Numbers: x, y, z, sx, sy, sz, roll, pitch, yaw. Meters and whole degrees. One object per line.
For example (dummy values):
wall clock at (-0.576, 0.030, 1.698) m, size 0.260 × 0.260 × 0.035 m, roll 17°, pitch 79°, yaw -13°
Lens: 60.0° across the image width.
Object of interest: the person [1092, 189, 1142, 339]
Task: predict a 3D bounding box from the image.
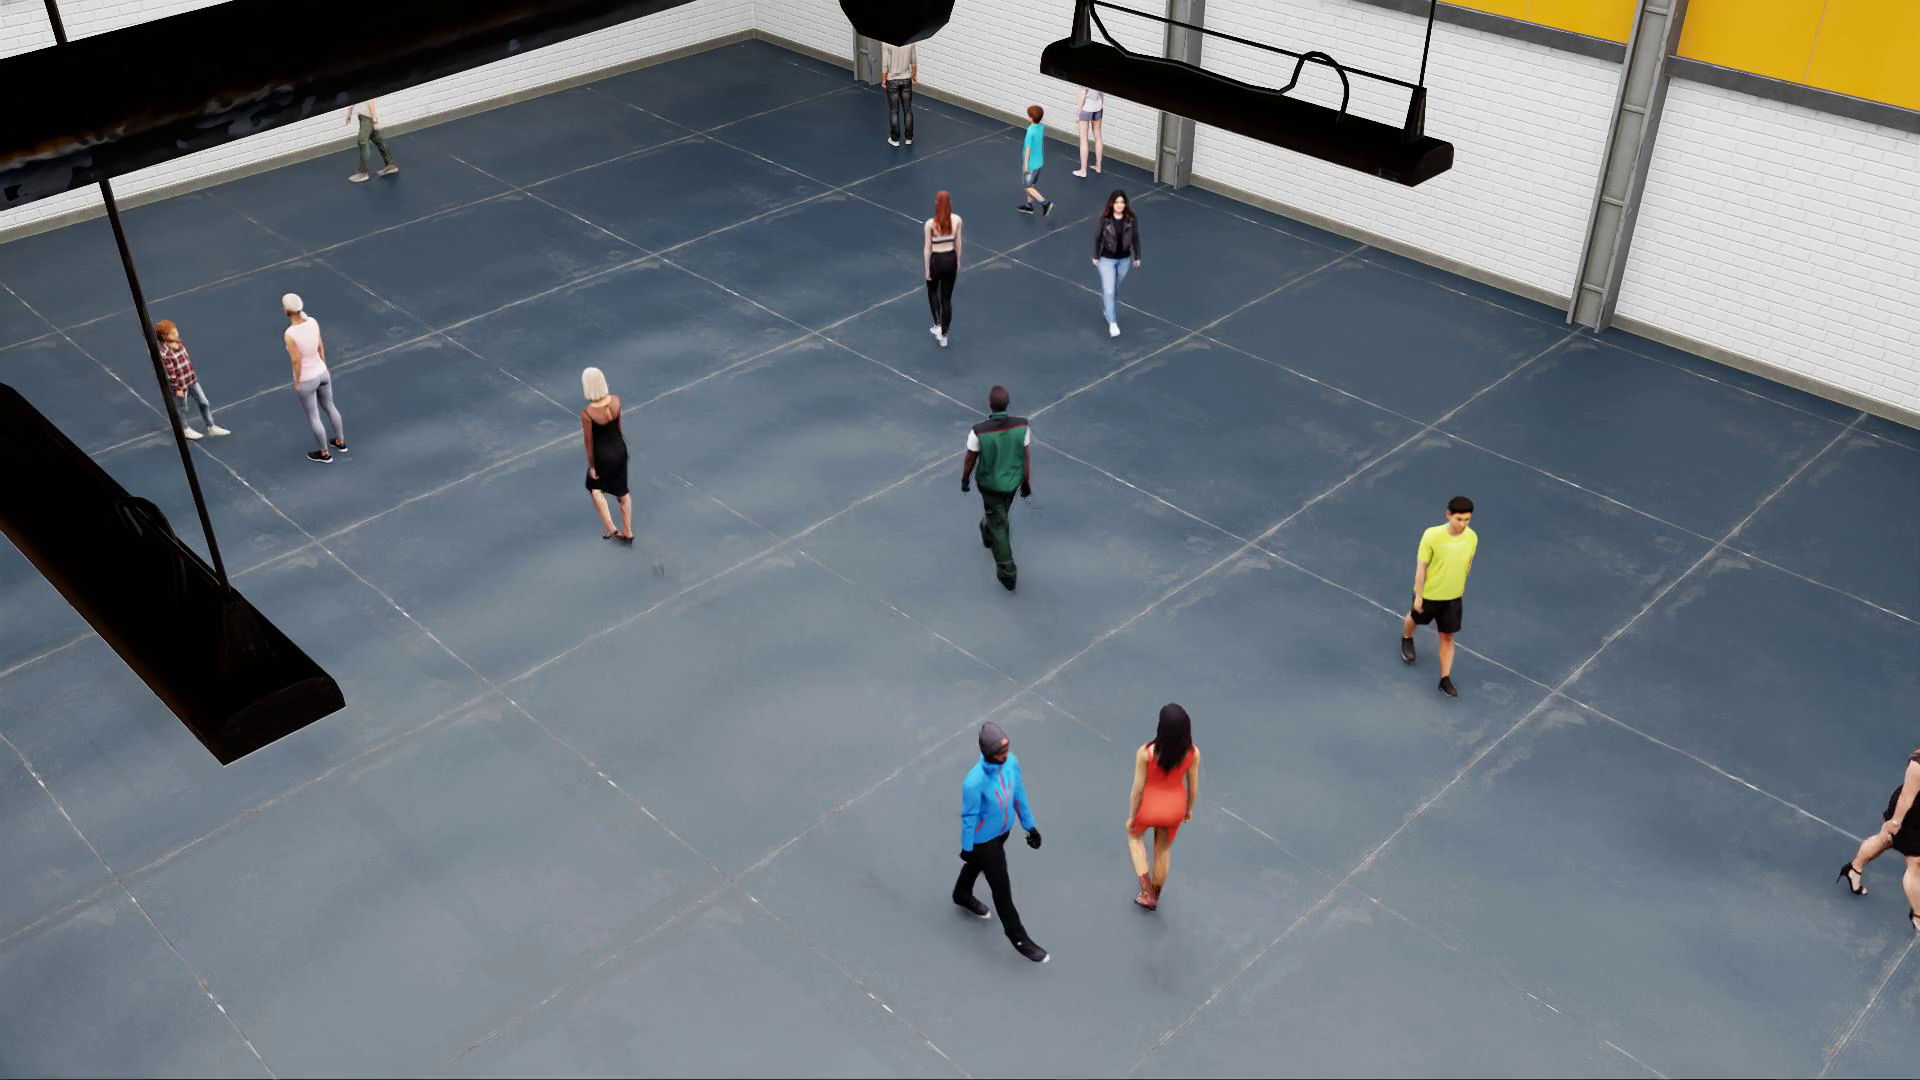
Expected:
person at (1.685, -3.089, 18.270) m, size 1.018 × 1.597 × 1.167 m, roll -7°, pitch 34°, yaw -10°

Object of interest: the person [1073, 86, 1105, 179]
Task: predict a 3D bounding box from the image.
person at (1.731, -5.700, 22.045) m, size 0.623 × 1.767 × 0.617 m, roll -20°, pitch 39°, yaw -27°

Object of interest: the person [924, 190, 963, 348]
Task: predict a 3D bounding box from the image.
person at (-0.156, -2.878, 17.834) m, size 0.724 × 1.729 × 0.776 m, roll -9°, pitch 35°, yaw -13°

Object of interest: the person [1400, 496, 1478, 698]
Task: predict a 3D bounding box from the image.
person at (3.720, 0.337, 13.051) m, size 1.070 × 1.669 × 1.147 m, roll -1°, pitch 34°, yaw -2°

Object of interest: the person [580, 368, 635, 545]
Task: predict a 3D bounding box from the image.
person at (-3.023, -0.679, 14.524) m, size 0.600 × 1.731 × 0.617 m, roll -27°, pitch 42°, yaw -34°

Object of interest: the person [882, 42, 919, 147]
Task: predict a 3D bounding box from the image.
person at (-0.837, -6.368, 23.010) m, size 0.736 × 1.811 × 0.720 m, roll -9°, pitch 35°, yaw -13°

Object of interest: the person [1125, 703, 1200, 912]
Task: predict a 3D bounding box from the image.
person at (1.313, 1.809, 10.800) m, size 0.750 × 1.709 × 0.797 m, roll -4°, pitch 34°, yaw -6°

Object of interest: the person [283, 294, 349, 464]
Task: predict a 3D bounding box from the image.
person at (-6.175, -1.558, 15.850) m, size 0.613 × 1.726 × 0.614 m, roll 17°, pitch 37°, yaw 24°

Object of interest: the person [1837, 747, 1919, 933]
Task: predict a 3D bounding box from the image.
person at (6.166, 1.760, 10.898) m, size 0.675 × 1.682 × 0.942 m, roll -28°, pitch 43°, yaw -35°

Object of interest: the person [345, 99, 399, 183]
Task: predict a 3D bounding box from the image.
person at (-7.767, -5.600, 22.024) m, size 0.694 × 1.624 × 0.896 m, roll -24°, pitch 40°, yaw -31°

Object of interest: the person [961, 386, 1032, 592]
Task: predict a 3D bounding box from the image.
person at (0.354, -0.403, 14.064) m, size 1.081 × 1.780 × 1.312 m, roll -10°, pitch 35°, yaw -14°

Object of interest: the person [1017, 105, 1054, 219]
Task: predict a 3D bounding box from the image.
person at (0.969, -4.745, 20.908) m, size 0.853 × 1.435 × 0.621 m, roll 20°, pitch 39°, yaw 28°

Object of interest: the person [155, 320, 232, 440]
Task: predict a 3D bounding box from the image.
person at (-7.655, -1.559, 16.246) m, size 0.815 × 1.290 × 0.713 m, roll 10°, pitch 35°, yaw 14°

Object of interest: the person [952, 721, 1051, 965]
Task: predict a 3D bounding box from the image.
person at (0.122, 1.848, 10.709) m, size 1.140 × 1.745 × 0.731 m, roll 23°, pitch 40°, yaw 30°
